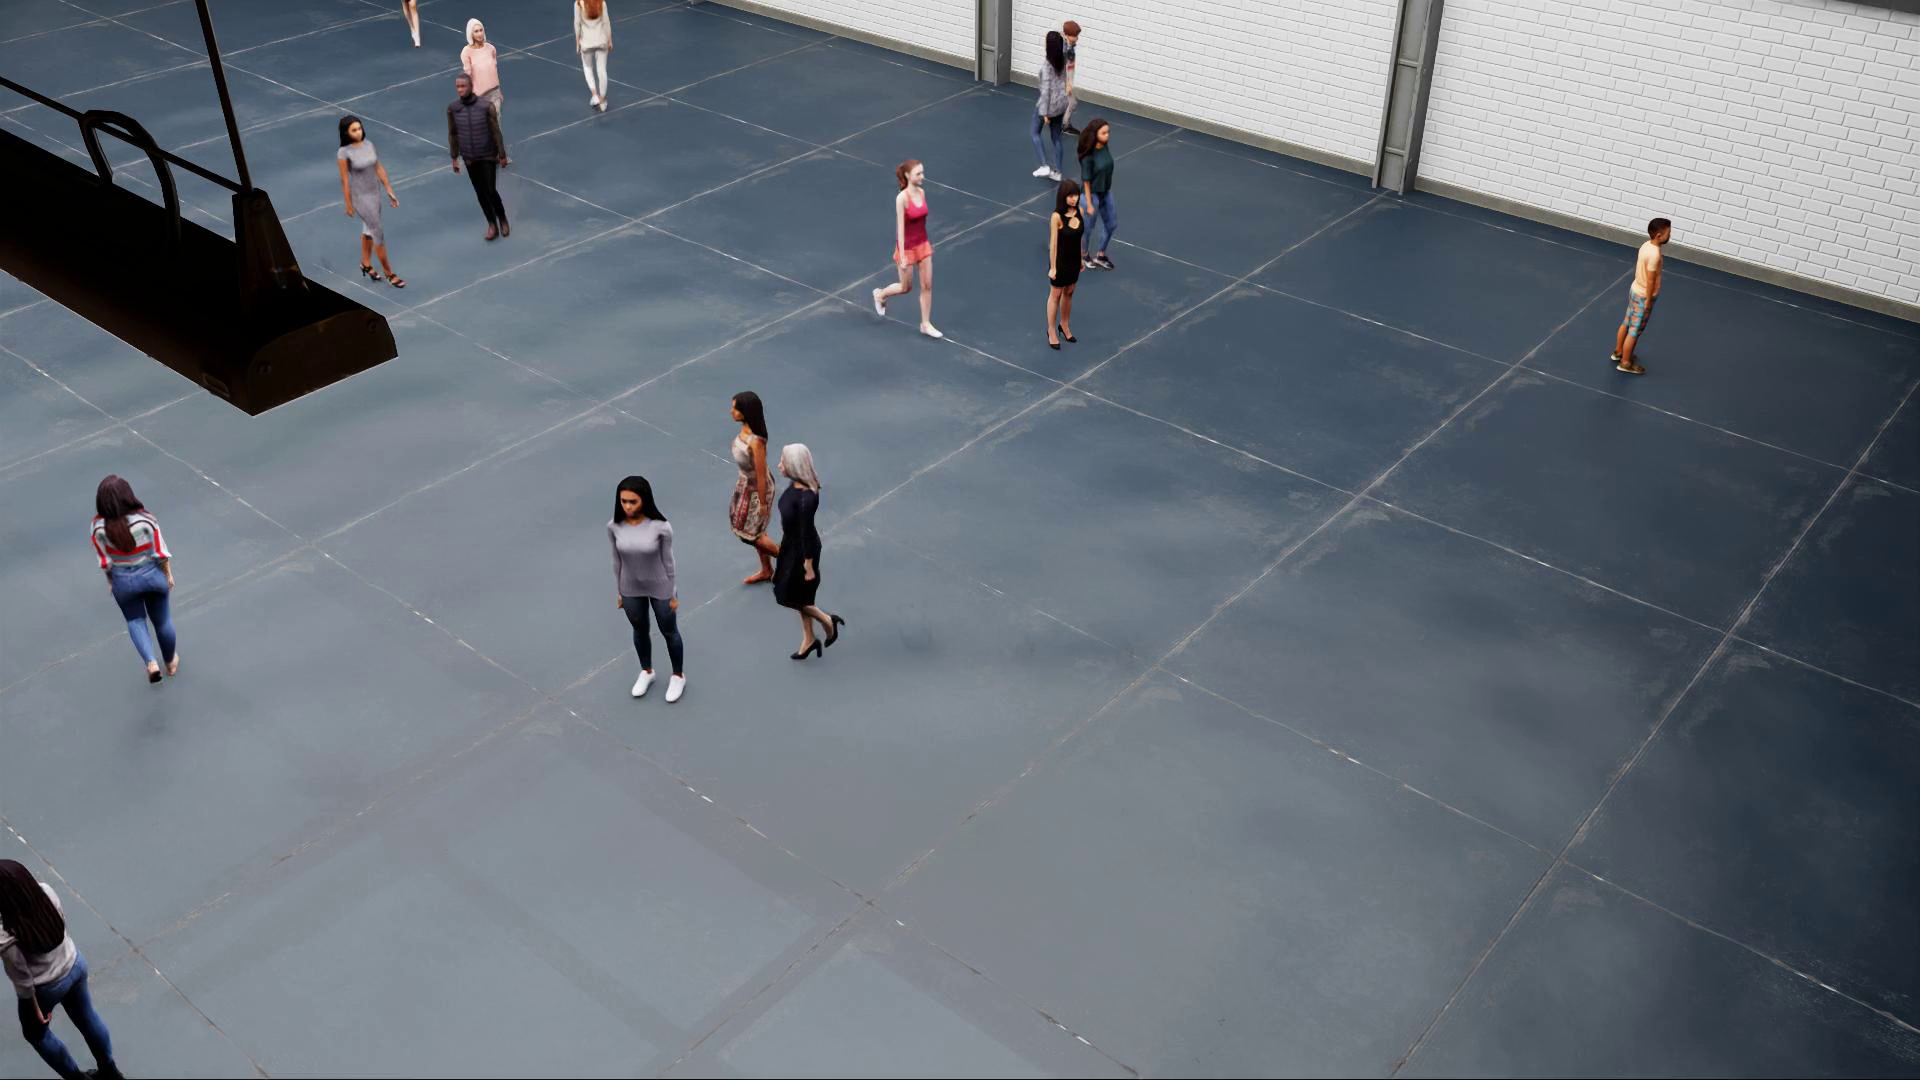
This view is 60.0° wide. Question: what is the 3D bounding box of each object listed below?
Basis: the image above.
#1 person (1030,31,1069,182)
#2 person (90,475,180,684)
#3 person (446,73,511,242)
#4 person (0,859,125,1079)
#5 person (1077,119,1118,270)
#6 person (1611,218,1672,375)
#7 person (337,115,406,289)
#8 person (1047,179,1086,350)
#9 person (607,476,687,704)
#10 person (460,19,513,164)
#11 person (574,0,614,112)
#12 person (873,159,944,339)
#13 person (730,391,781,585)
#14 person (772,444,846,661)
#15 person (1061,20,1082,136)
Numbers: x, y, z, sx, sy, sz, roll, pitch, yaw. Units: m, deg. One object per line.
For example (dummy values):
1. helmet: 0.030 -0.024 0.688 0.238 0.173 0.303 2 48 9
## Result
1. person: 1.113 -4.938 19.048 0.660 1.717 0.643 -26 42 -34
2. person: -5.559 0.309 11.254 0.787 1.606 0.879 -12 35 -18
3. person: -5.065 -4.090 17.676 0.792 1.825 0.892 2 34 3
4. person: -4.494 2.219 8.370 0.709 1.618 0.705 7 34 11
5. person: 1.325 -3.553 17.070 0.613 1.600 0.671 -29 43 -36
6. person: 6.264 -2.265 15.258 0.630 1.461 0.599 3 34 4
7. person: -6.036 -3.416 16.723 0.924 1.756 0.697 15 37 22
8. person: 0.985 -2.601 15.595 0.611 1.648 0.553 -24 40 -31
9. person: -2.077 0.314 11.132 0.633 1.735 0.737 4 34 6
10. person: -5.573 -5.247 19.506 0.528 1.725 0.605 27 42 35
11. person: -4.624 -6.267 21.062 0.725 1.701 0.743 -11 35 -16
12. person: -0.509 -2.771 15.773 0.994 1.734 0.582 26 41 33
13. person: -1.420 -0.369 12.247 0.869 1.637 0.795 -12 35 -17
14. person: -1.008 0.103 11.451 0.870 1.731 0.822 -9 35 -14
15. person: 1.260 -5.645 20.378 0.711 1.424 0.654 3 34 5
